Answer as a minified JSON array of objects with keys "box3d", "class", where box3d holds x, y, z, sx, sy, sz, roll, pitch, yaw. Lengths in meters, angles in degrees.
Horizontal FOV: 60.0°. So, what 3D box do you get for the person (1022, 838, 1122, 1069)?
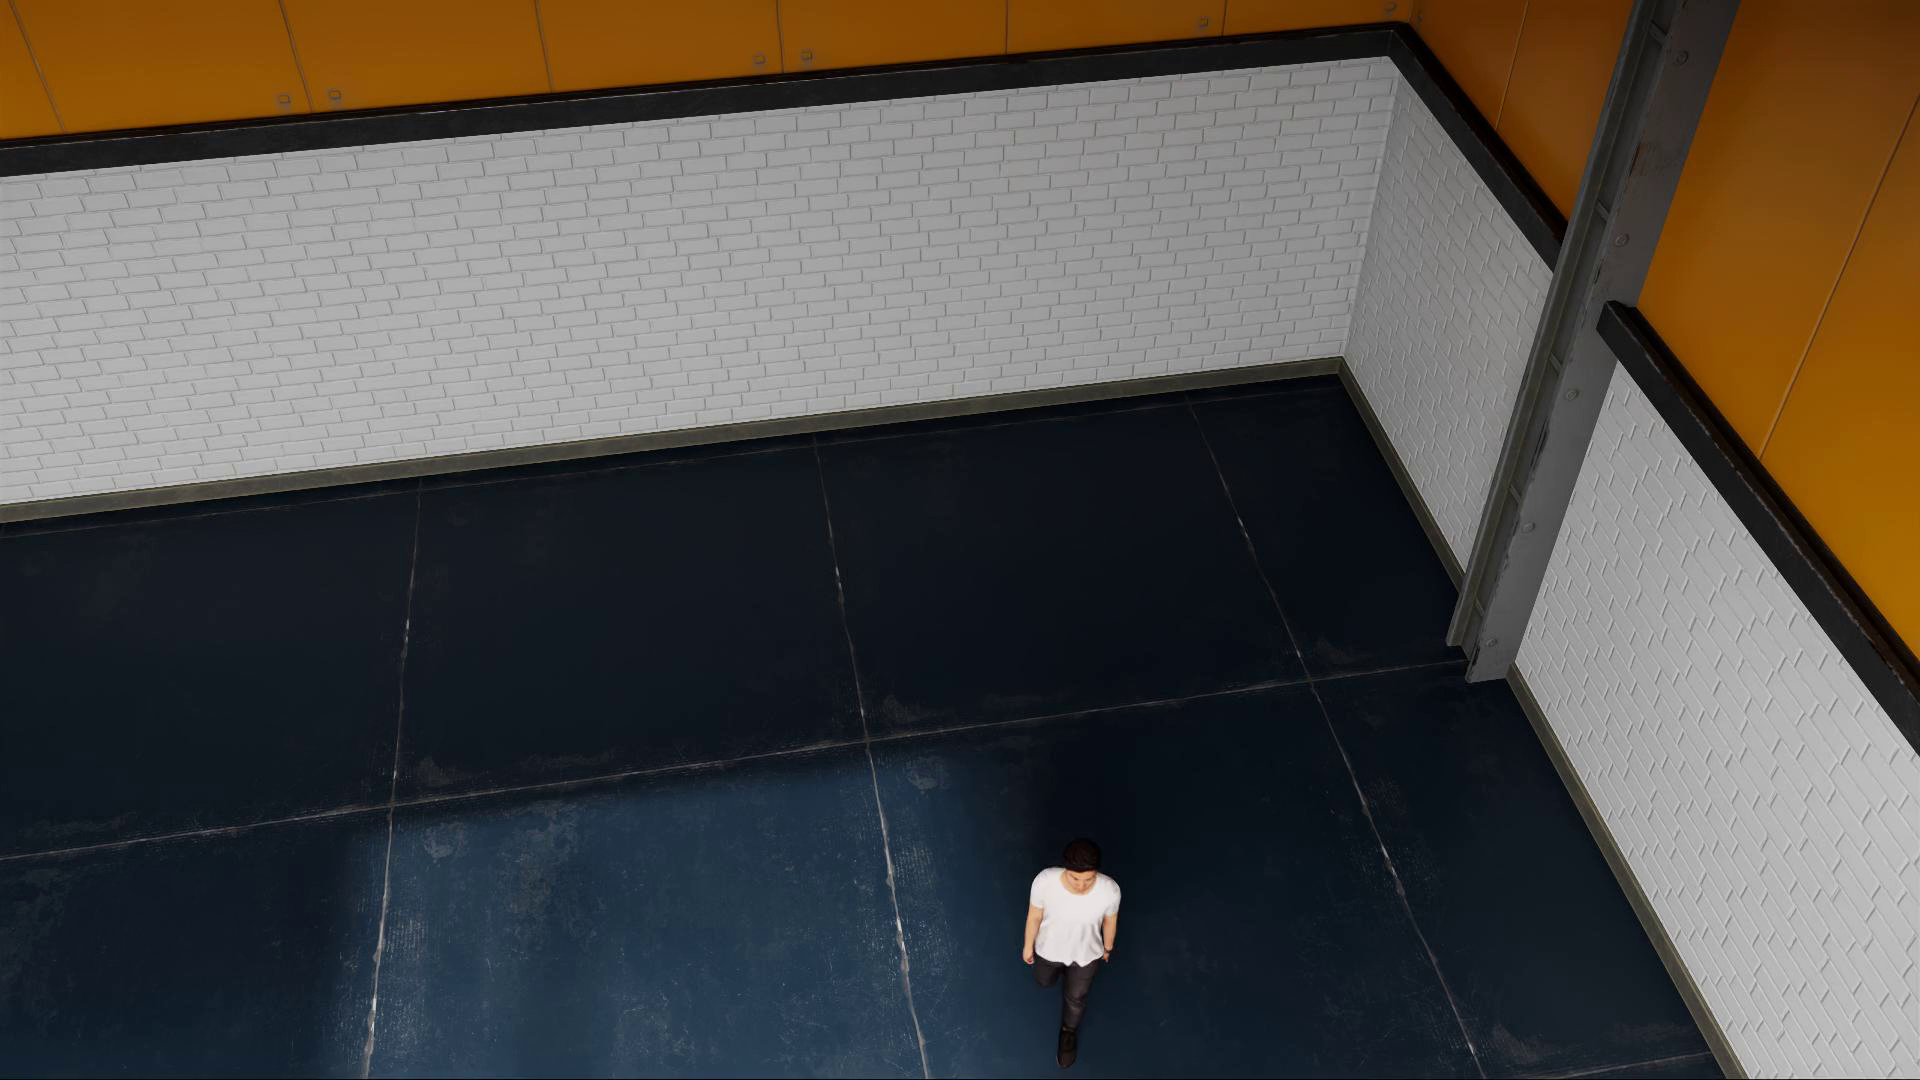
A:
[{"box3d":[0.576,2.050,8.762,0.841,1.704,1.034,7,44,7],"class":"person"}]
